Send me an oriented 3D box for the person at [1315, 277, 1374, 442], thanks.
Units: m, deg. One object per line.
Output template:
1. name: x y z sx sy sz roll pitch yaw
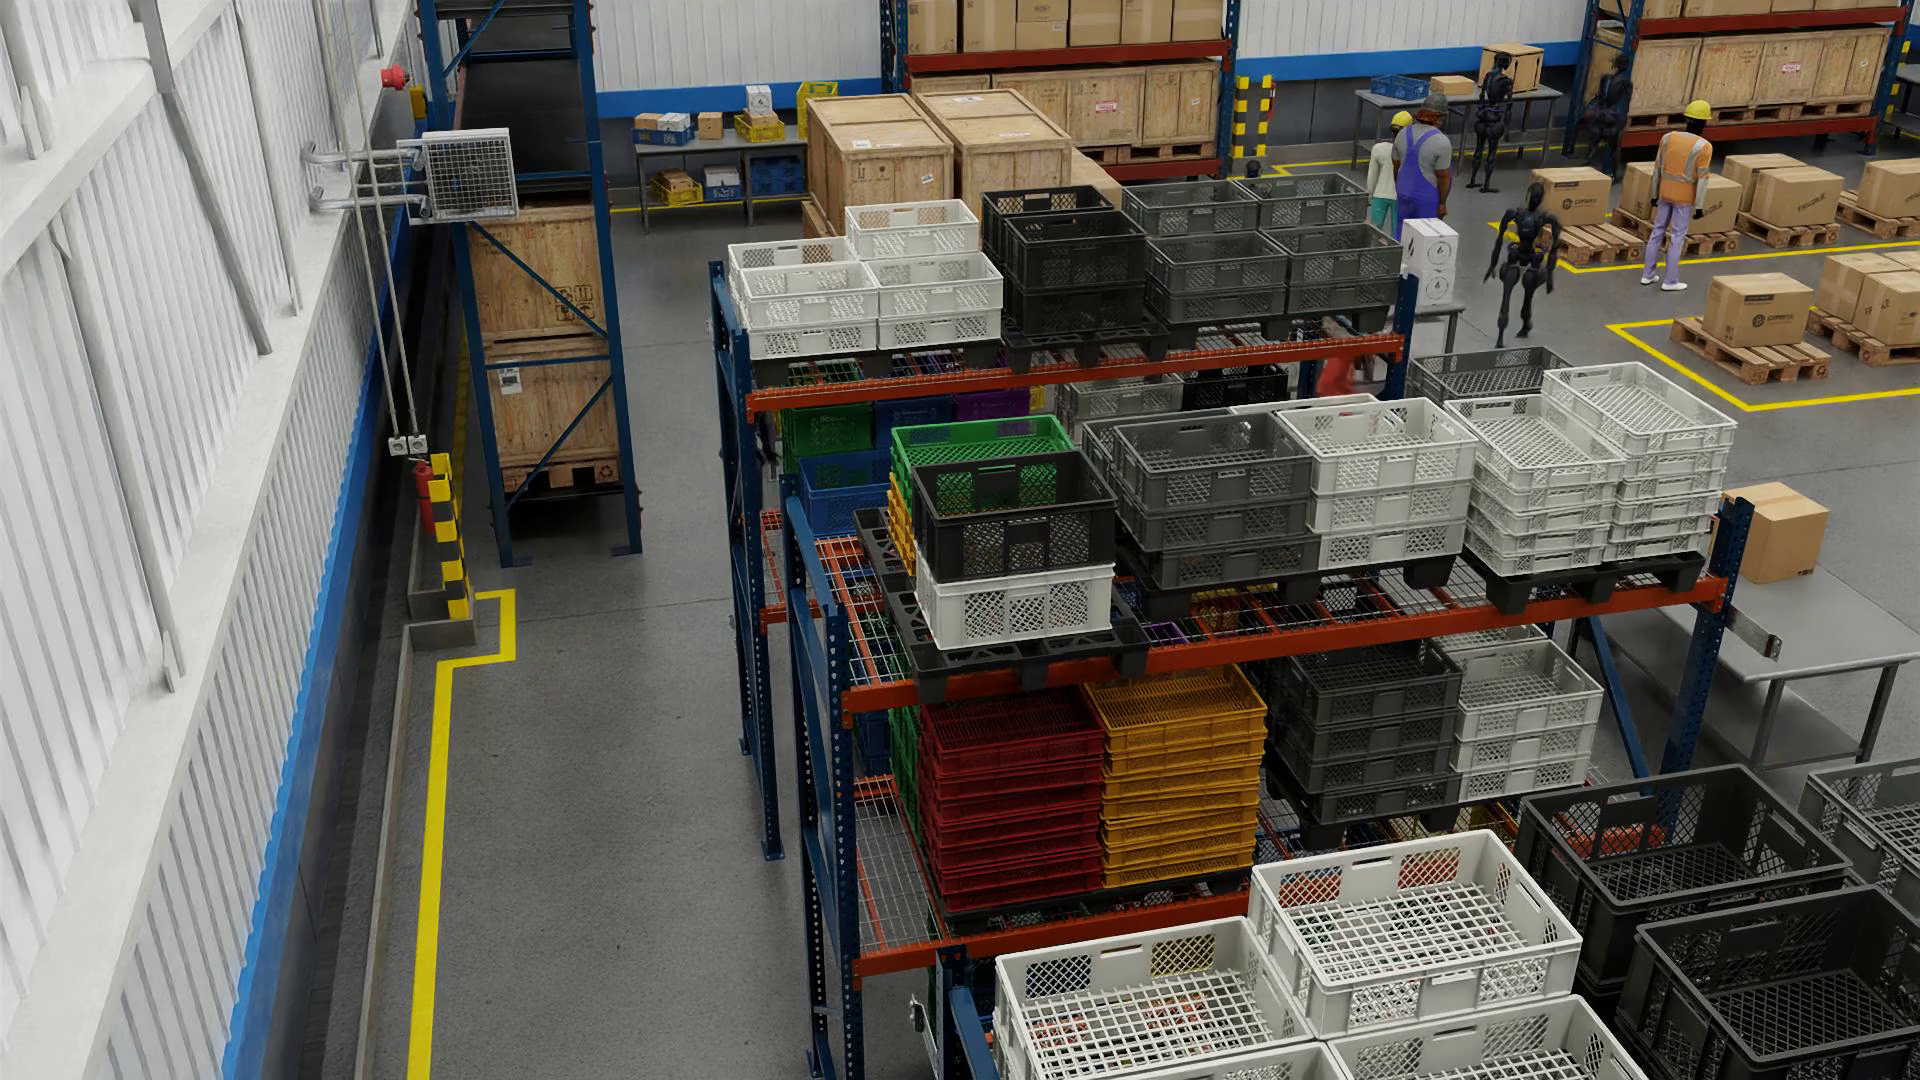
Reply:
1. person: 3.037 -1.598 13.242 0.470 1.980 0.614 -2 28 -4

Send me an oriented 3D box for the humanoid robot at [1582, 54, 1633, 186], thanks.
1. humanoid robot: 7.900 -5.095 20.267 0.766 1.626 0.565 -18 32 -30

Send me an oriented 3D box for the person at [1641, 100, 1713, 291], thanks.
1. person: 7.309 -3.498 16.907 0.377 1.922 0.592 -17 32 -30

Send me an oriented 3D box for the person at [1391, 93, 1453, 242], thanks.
1. person: 4.690 -3.499 16.787 0.537 2.000 0.671 -19 33 -31

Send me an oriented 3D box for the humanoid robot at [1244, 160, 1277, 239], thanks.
1. humanoid robot: 2.735 -2.812 15.867 0.579 1.652 0.308 5 28 9

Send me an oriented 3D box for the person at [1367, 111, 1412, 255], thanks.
1. person: 4.445 -3.522 17.121 0.530 1.767 0.326 14 31 25

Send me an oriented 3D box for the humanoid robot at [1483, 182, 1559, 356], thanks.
1. humanoid robot: 5.229 -2.557 15.452 0.651 1.640 0.732 12 30 21

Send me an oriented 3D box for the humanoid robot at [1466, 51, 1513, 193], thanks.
1. humanoid robot: 6.440 -5.074 20.146 0.317 1.657 0.597 -11 30 -20

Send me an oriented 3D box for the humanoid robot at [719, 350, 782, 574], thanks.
1. humanoid robot: -1.472 -0.571 11.615 0.326 1.647 0.599 8 29 15
